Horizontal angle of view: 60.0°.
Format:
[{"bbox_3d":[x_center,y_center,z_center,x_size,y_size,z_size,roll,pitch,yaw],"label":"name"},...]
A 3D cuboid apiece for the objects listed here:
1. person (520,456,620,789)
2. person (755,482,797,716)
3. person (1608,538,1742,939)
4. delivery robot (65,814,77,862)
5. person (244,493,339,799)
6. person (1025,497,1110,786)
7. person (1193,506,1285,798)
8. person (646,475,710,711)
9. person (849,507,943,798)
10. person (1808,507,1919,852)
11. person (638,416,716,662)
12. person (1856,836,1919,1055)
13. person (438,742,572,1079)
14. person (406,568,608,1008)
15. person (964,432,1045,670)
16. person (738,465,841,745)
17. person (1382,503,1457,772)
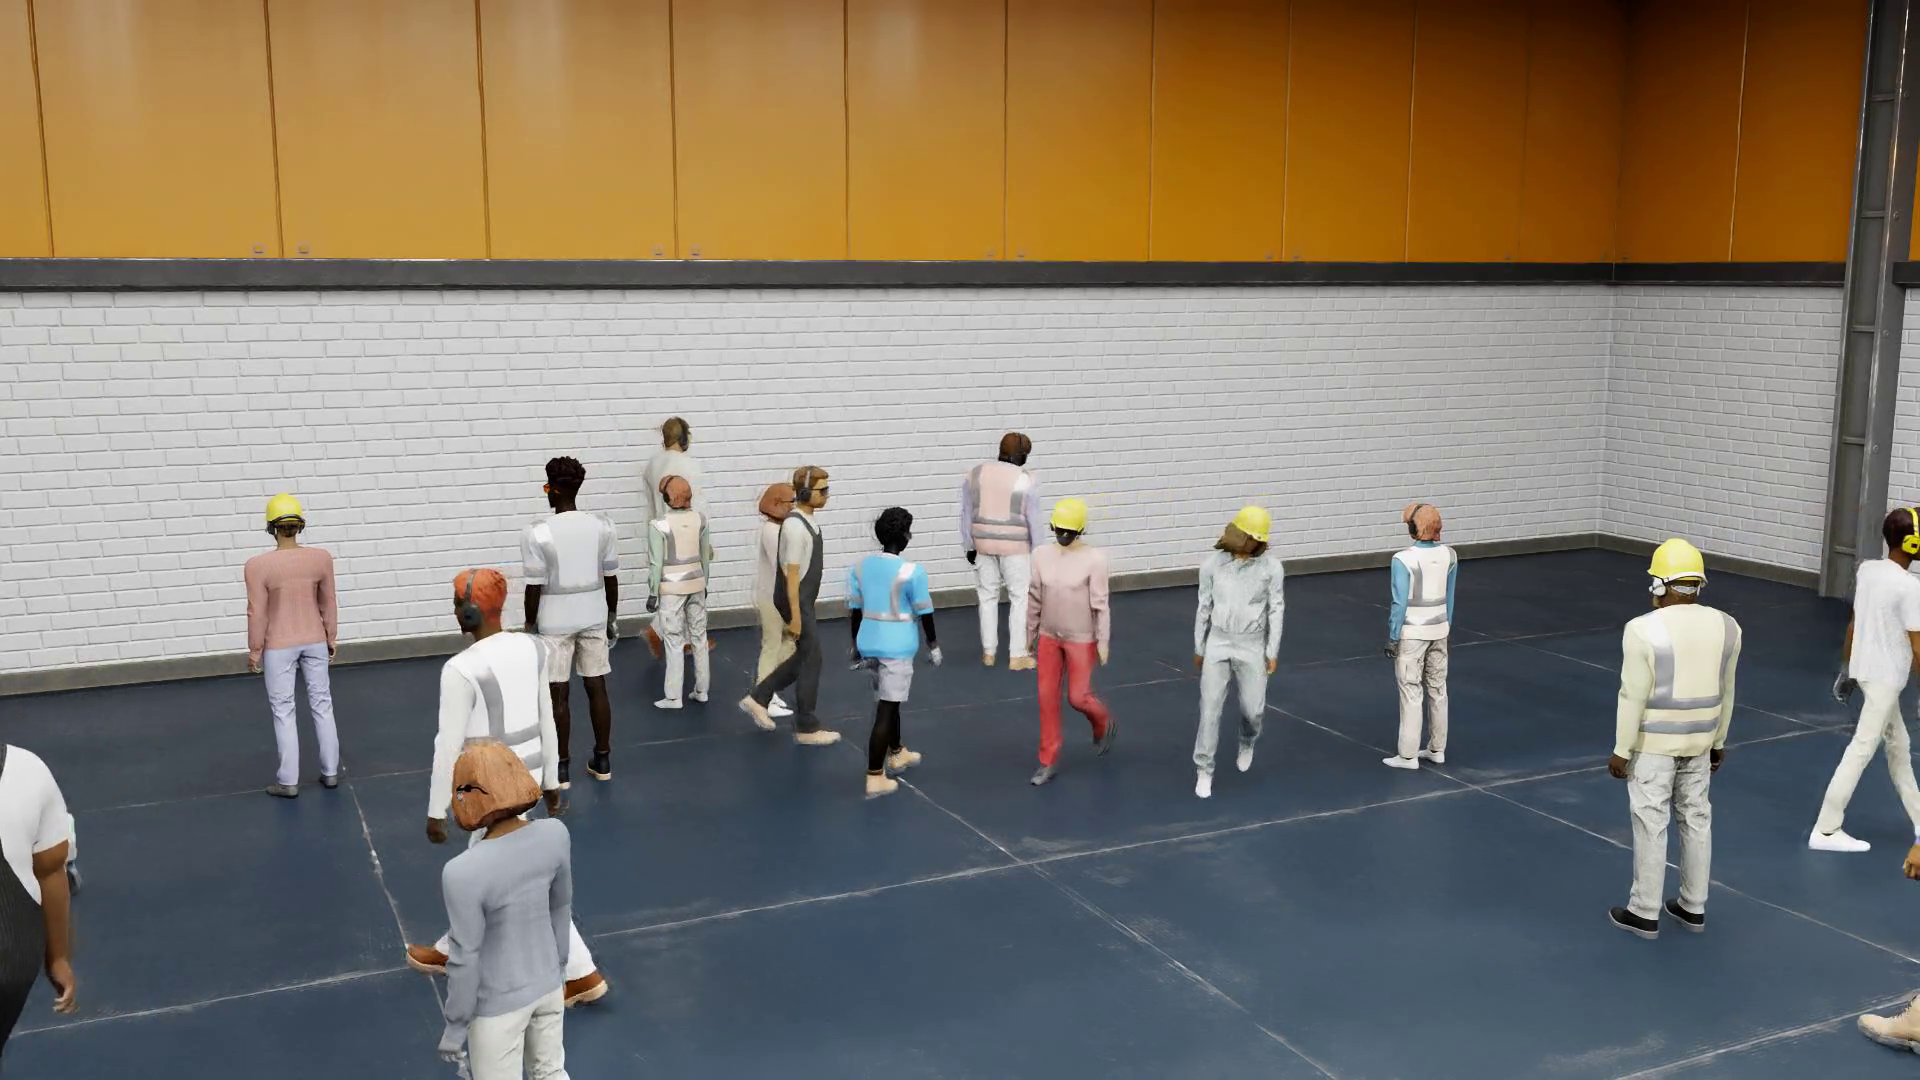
[{"bbox_3d":[-2.296,0.481,9.813,0.612,1.965,0.361,-7,11,-37],"label":"person"},{"bbox_3d":[-1.238,0.411,11.316,0.377,1.615,0.514,0,9,-3],"label":"person"},{"bbox_3d":[3.236,0.904,7.605,0.599,1.830,0.403,-2,9,-15],"label":"person"},{"bbox_3d":[-4.642,1.420,8.067,0.707,0.478,0.477,5,10,27],"label":"delivery robot"},{"bbox_3d":[-3.872,0.609,9.643,0.320,1.767,0.534,9,13,43],"label":"person"},{"bbox_3d":[0.678,0.572,9.960,0.560,1.730,0.658,6,11,31],"label":"person"},{"bbox_3d":[1.630,0.623,9.749,0.527,1.708,0.572,2,9,12],"label":"person"},{"bbox_3d":[-1.947,0.364,11.550,0.309,1.641,0.514,9,13,43],"label":"person"},{"bbox_3d":[-0.341,0.635,9.776,0.539,1.666,0.763,8,12,41],"label":"person"},{"bbox_3d":[4.910,0.742,8.613,0.924,1.825,0.566,1,9,4],"label":"person"},{"bbox_3d":[-2.215,-0.003,12.952,0.769,1.920,0.659,-9,12,-43],"label":"person"},{"bbox_3d":[3.719,1.041,6.173,0.837,2.010,0.616,8,12,42],"label":"person"},{"bbox_3d":[-1.378,1.410,5.082,0.282,1.633,0.498,5,10,29],"label":"person"},{"bbox_3d":[-1.902,1.022,6.900,1.038,1.833,0.588,4,10,21],"label":"person"},{"bbox_3d":[0.343,0.090,12.743,0.668,1.814,0.446,4,10,24],"label":"person"},{"bbox_3d":[-1.096,0.419,10.648,0.577,1.824,0.546,0,9,0],"label":"person"},{"bbox_3d":[2.806,0.591,10.143,0.522,1.638,0.310,-5,11,-30],"label":"person"}]
